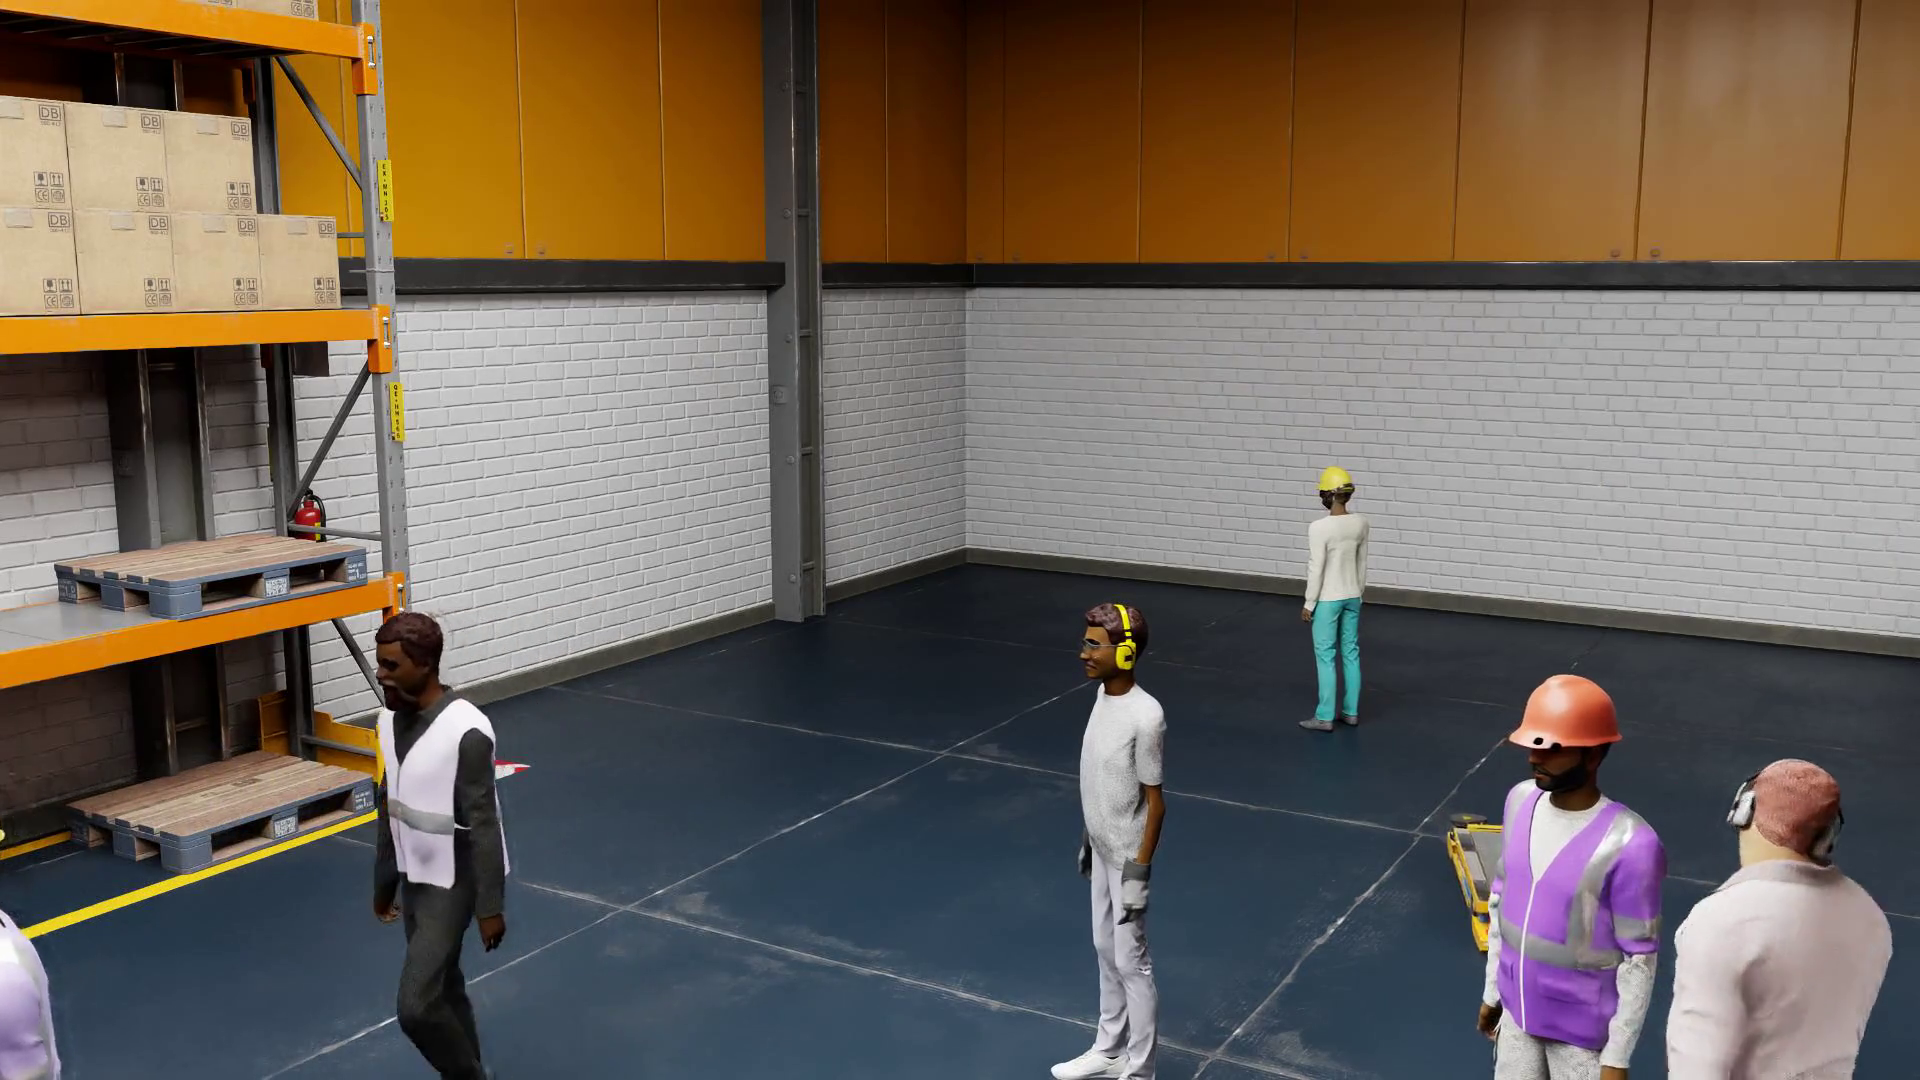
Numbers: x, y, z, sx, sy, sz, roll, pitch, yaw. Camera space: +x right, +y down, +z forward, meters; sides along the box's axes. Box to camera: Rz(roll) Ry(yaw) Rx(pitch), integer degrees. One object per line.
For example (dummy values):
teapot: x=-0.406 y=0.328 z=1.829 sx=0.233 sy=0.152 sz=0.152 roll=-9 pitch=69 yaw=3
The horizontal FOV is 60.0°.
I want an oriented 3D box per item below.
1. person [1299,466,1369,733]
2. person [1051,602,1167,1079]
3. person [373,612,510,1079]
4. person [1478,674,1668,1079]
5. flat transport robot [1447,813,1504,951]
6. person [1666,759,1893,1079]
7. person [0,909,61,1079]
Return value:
person: x=2.472 y=0.391 z=11.039 sx=0.534 sy=1.766 sz=0.318 roll=-6 pitch=11 yaw=-33
person: x=0.557 y=1.142 z=6.019 sx=0.327 sy=1.874 sz=0.518 roll=-3 pitch=10 yaw=-17
person: x=-1.815 y=1.180 z=5.680 sx=0.620 sy=1.899 sz=0.499 roll=9 pitch=13 yaw=44
person: x=1.671 y=1.324 z=4.674 sx=0.364 sy=1.939 sz=0.542 roll=-5 pitch=10 yaw=-27
flat transport robot: x=2.740 y=1.631 z=7.950 sx=0.652 sy=0.197 sz=1.431 roll=2 pitch=9 yaw=10
person: x=1.855 y=1.472 z=4.008 sx=0.803 sy=1.867 sz=0.403 roll=-6 pitch=11 yaw=-31
person: x=-2.280 y=1.477 z=3.811 sx=0.437 sy=1.906 sz=0.593 roll=-7 pitch=12 yaw=-37
